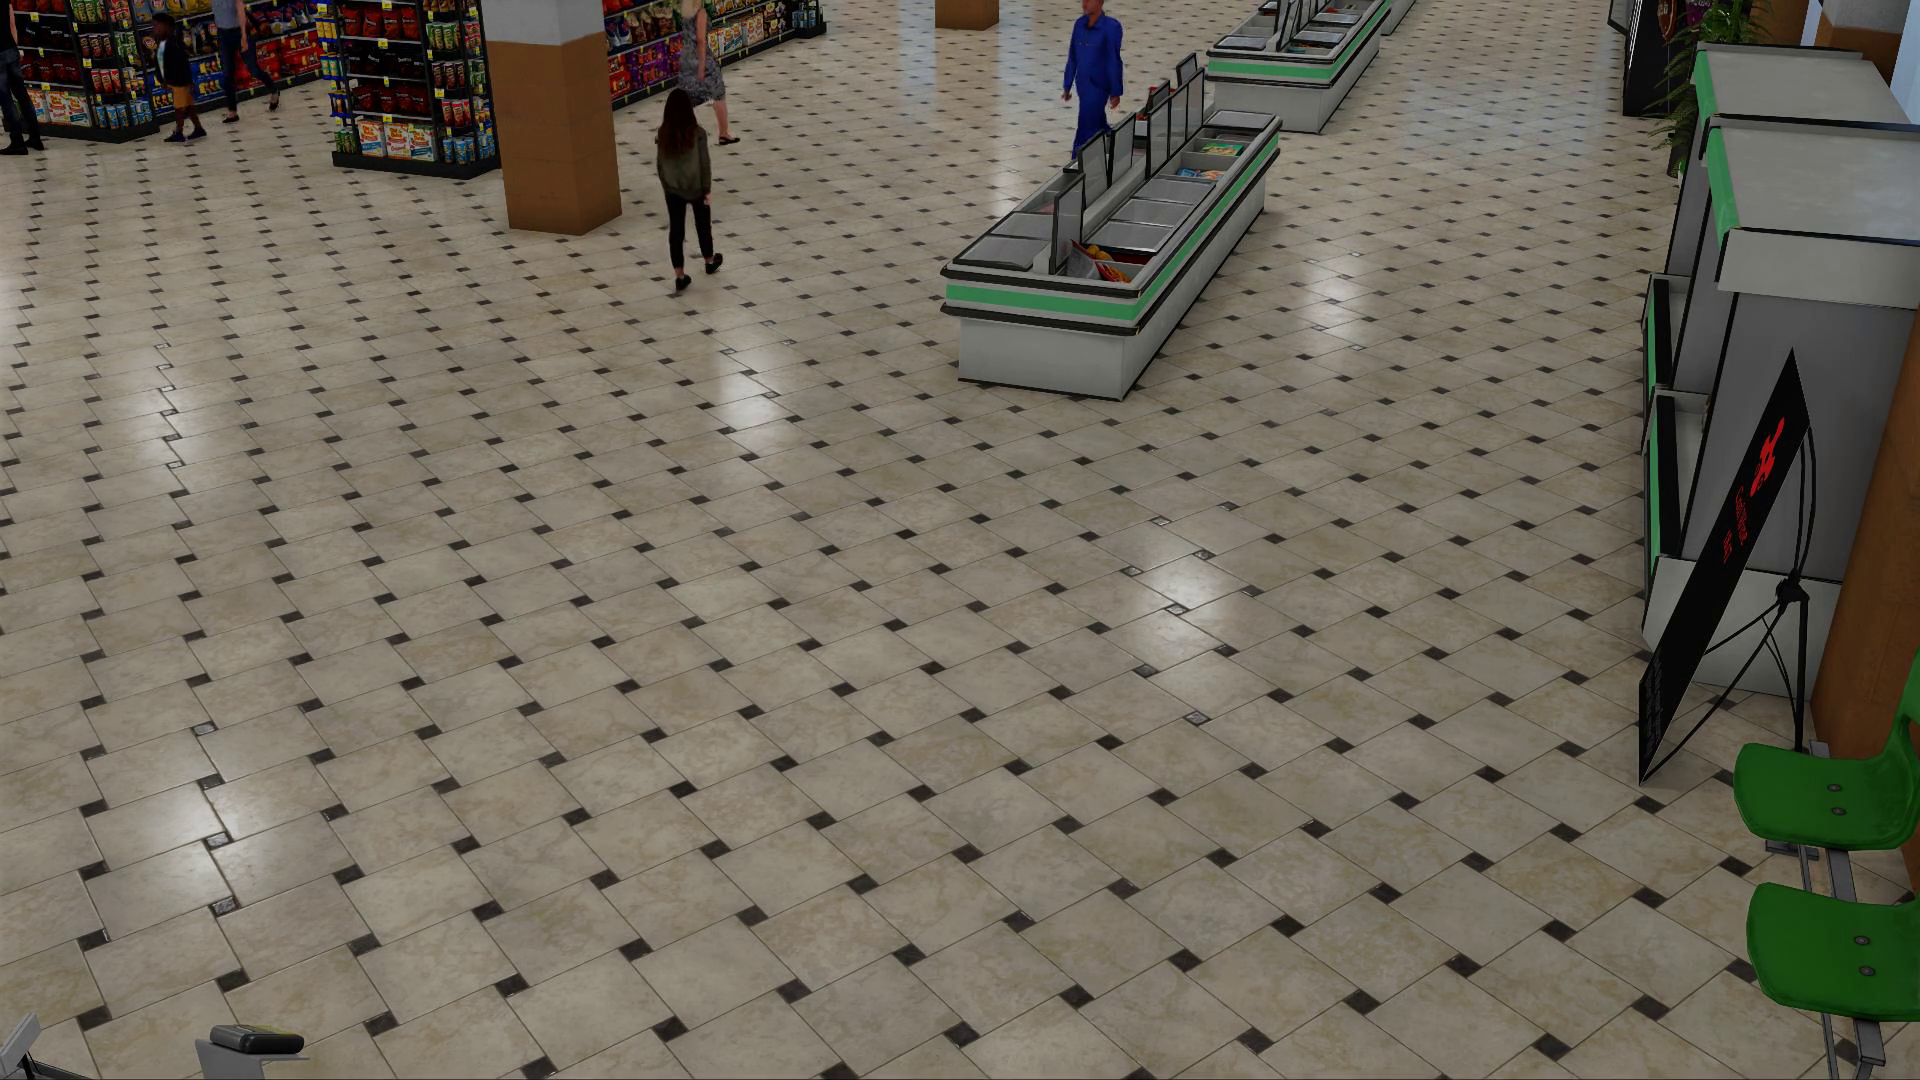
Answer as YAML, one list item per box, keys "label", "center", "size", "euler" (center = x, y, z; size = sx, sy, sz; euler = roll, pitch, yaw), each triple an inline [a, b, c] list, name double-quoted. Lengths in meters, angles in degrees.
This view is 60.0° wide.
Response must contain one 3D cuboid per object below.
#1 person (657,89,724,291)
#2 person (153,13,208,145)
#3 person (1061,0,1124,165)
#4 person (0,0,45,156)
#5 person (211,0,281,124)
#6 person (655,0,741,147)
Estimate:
- label: "person"
  center: [-2.067, -2.579, 12.392]
  size: [0.698, 1.447, 0.920]
  euler: [5, 27, 9]
- label: "person"
  center: [-7.767, -4.625, 16.641]
  size: [0.648, 1.252, 0.782]
  euler: [19, 32, 32]
- label: "person"
  center: [1.266, -4.015, 14.856]
  size: [1.330, 1.779, 1.191]
  euler: [-17, 31, -30]
- label: "person"
  center: [-9.285, -4.705, 16.086]
  size: [0.743, 1.897, 0.502]
  euler: [8, 28, 16]
- label: "person"
  center: [-7.530, -5.271, 17.424]
  size: [0.643, 1.696, 1.103]
  euler: [7, 28, 13]
- label: "person"
  center: [-2.630, -4.552, 16.052]
  size: [0.905, 1.654, 1.236]
  euler: [24, 35, 38]
